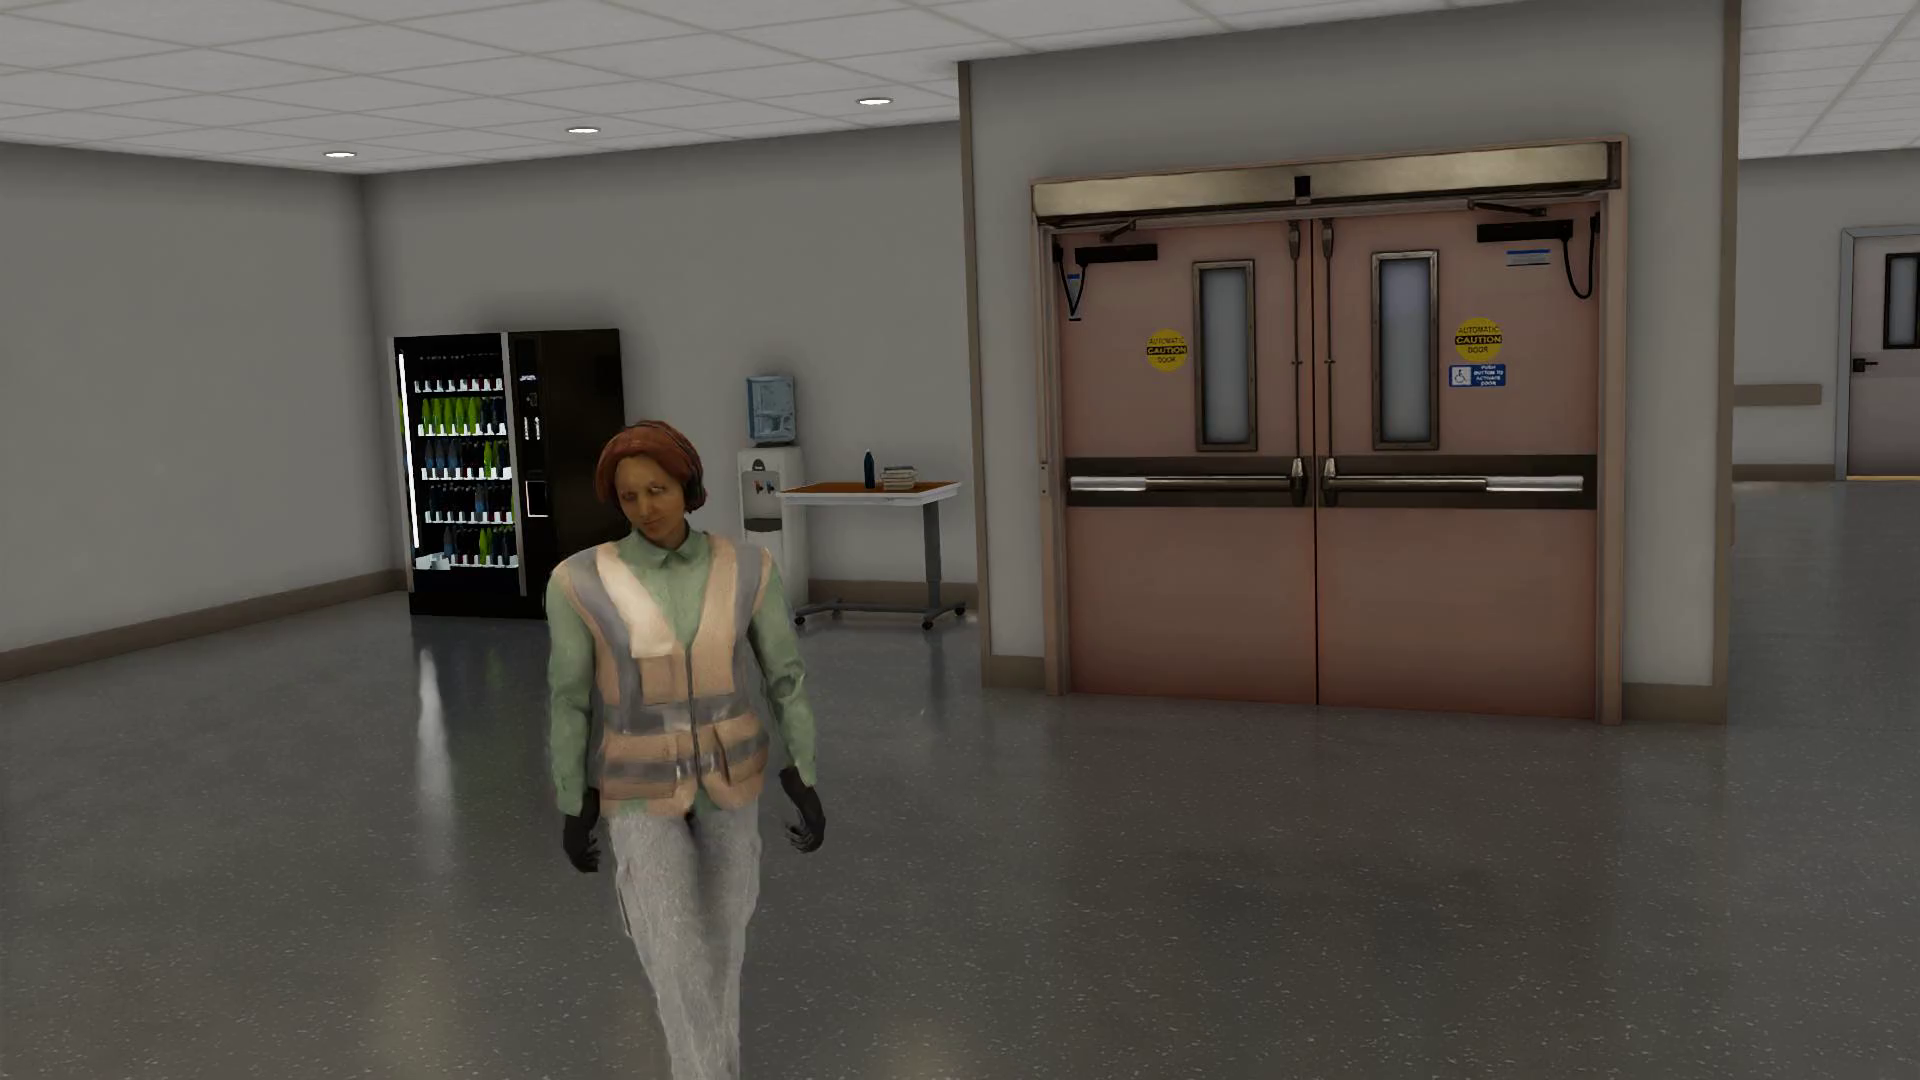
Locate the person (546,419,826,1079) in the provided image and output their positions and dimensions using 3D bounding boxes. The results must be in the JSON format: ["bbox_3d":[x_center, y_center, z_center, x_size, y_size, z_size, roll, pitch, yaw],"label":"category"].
[{"bbox_3d":[-0.541,0.566,3.432,0.523,1.614,0.634,-6,8,-28],"label":"person"}]
